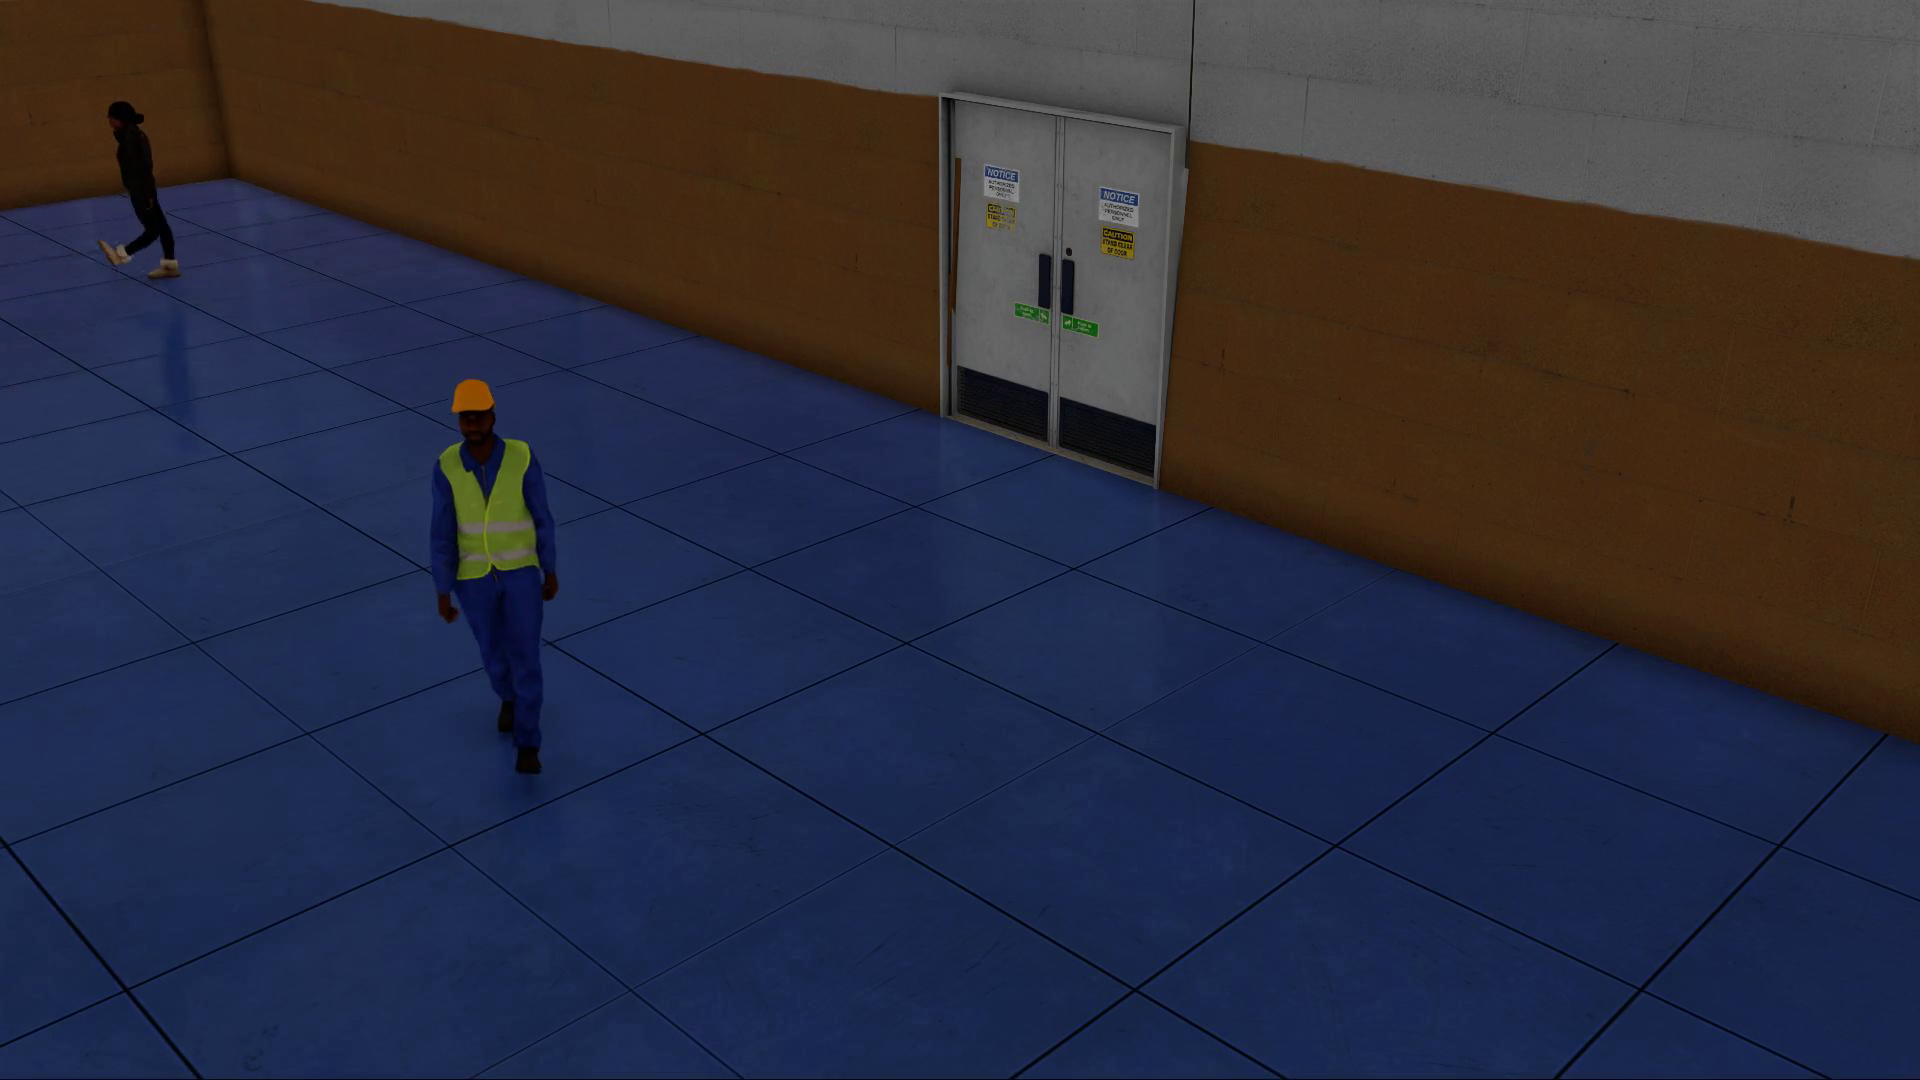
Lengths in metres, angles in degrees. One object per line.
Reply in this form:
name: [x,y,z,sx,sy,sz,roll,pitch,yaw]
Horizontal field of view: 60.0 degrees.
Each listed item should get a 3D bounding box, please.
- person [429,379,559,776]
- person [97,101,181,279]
person: [-2.090,0.126,7.534,1.195,1.768,1.170,-4,24,-9]
person: [-7.593,-3.161,15.193,0.936,1.651,0.798,-11,26,-23]
